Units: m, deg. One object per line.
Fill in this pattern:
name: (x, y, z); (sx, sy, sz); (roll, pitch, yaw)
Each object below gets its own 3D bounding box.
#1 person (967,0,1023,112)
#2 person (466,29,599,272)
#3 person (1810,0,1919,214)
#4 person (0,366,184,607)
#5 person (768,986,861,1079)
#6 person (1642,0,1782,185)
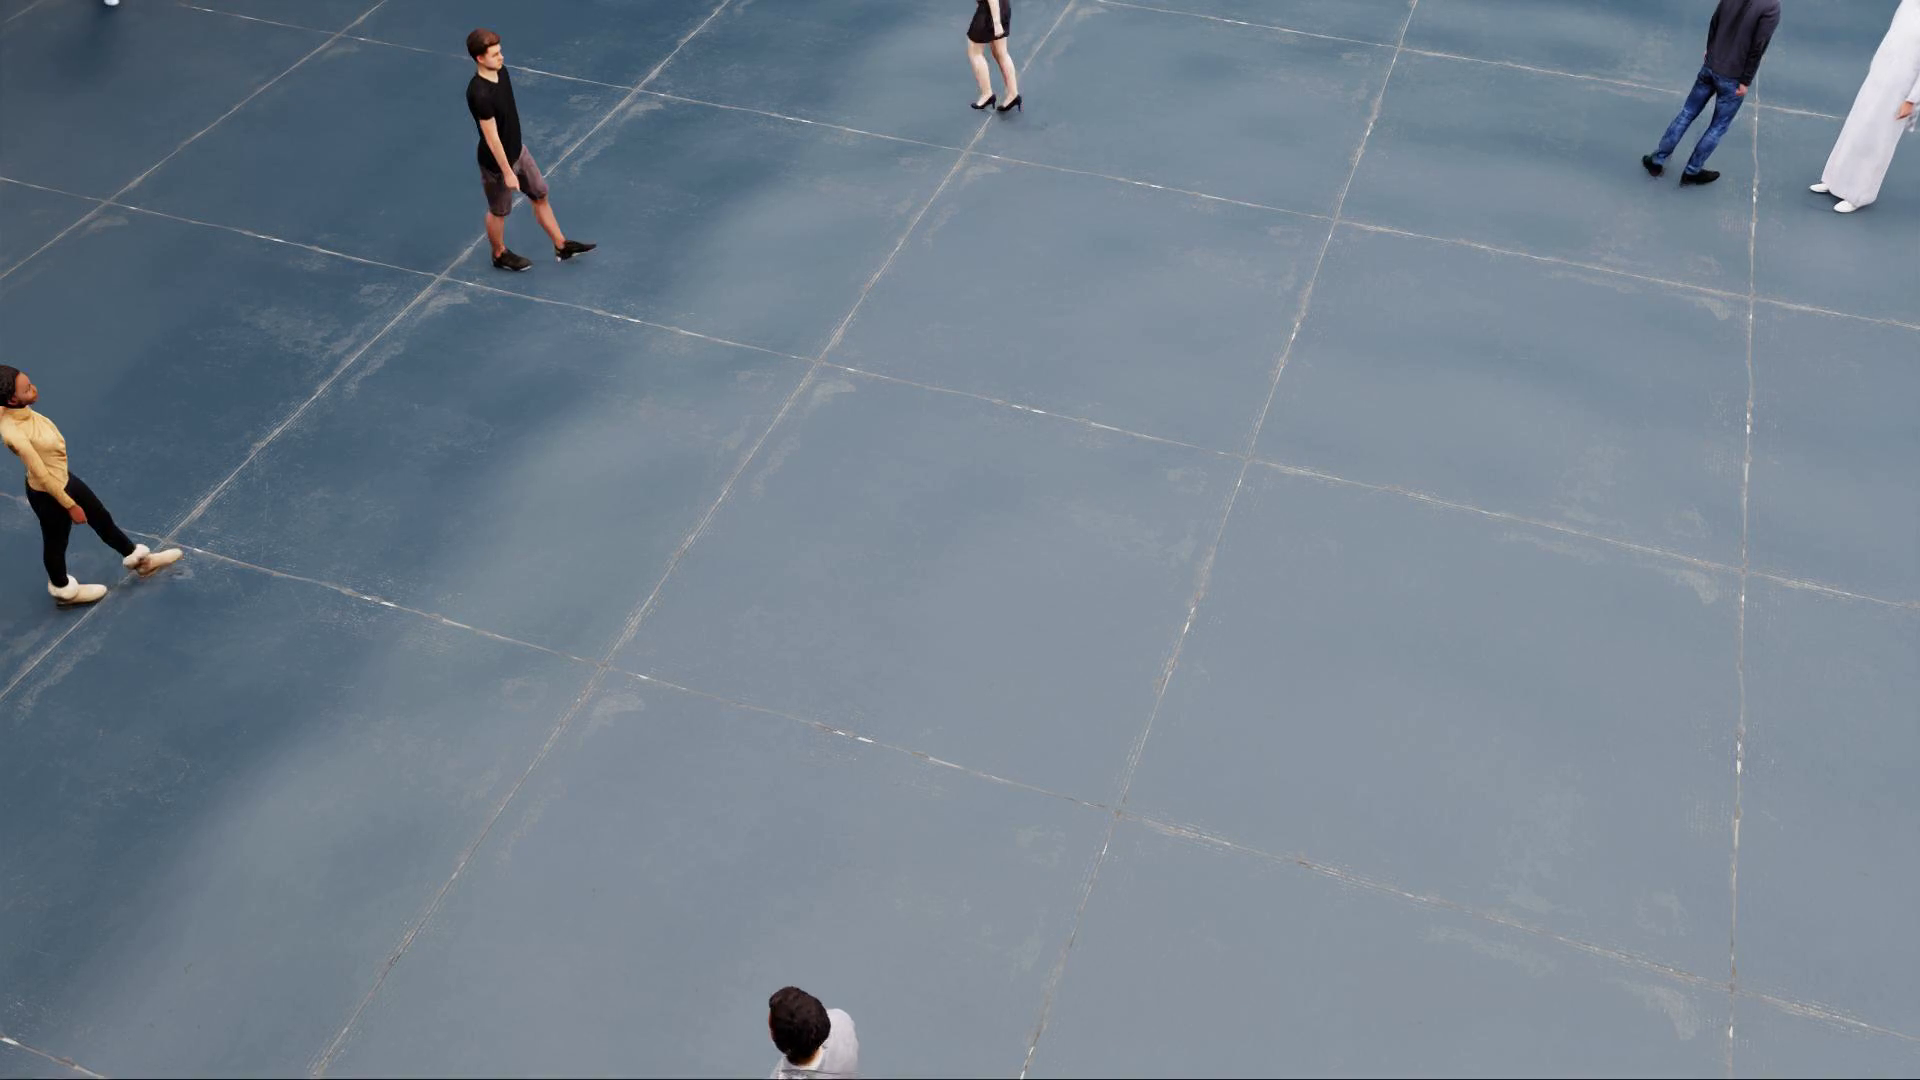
person: (0.315, -4.179, 13.366); (0.700, 1.613, 0.597); (4, 43, 4)
person: (-3.275, -2.696, 11.613); (1.059, 1.837, 0.808); (6, 43, 6)
person: (6.876, -3.338, 12.235); (0.832, 1.926, 0.816); (-8, 44, -8)
person: (-5.073, -0.252, 9.145); (1.057, 1.634, 0.961); (-14, 45, -14)
person: (-0.548, 2.287, 6.214); (0.649, 1.922, 0.765); (14, 45, 15)
person: (5.711, -3.543, 12.497); (1.004, 1.868, 0.942); (-24, 48, -24)
